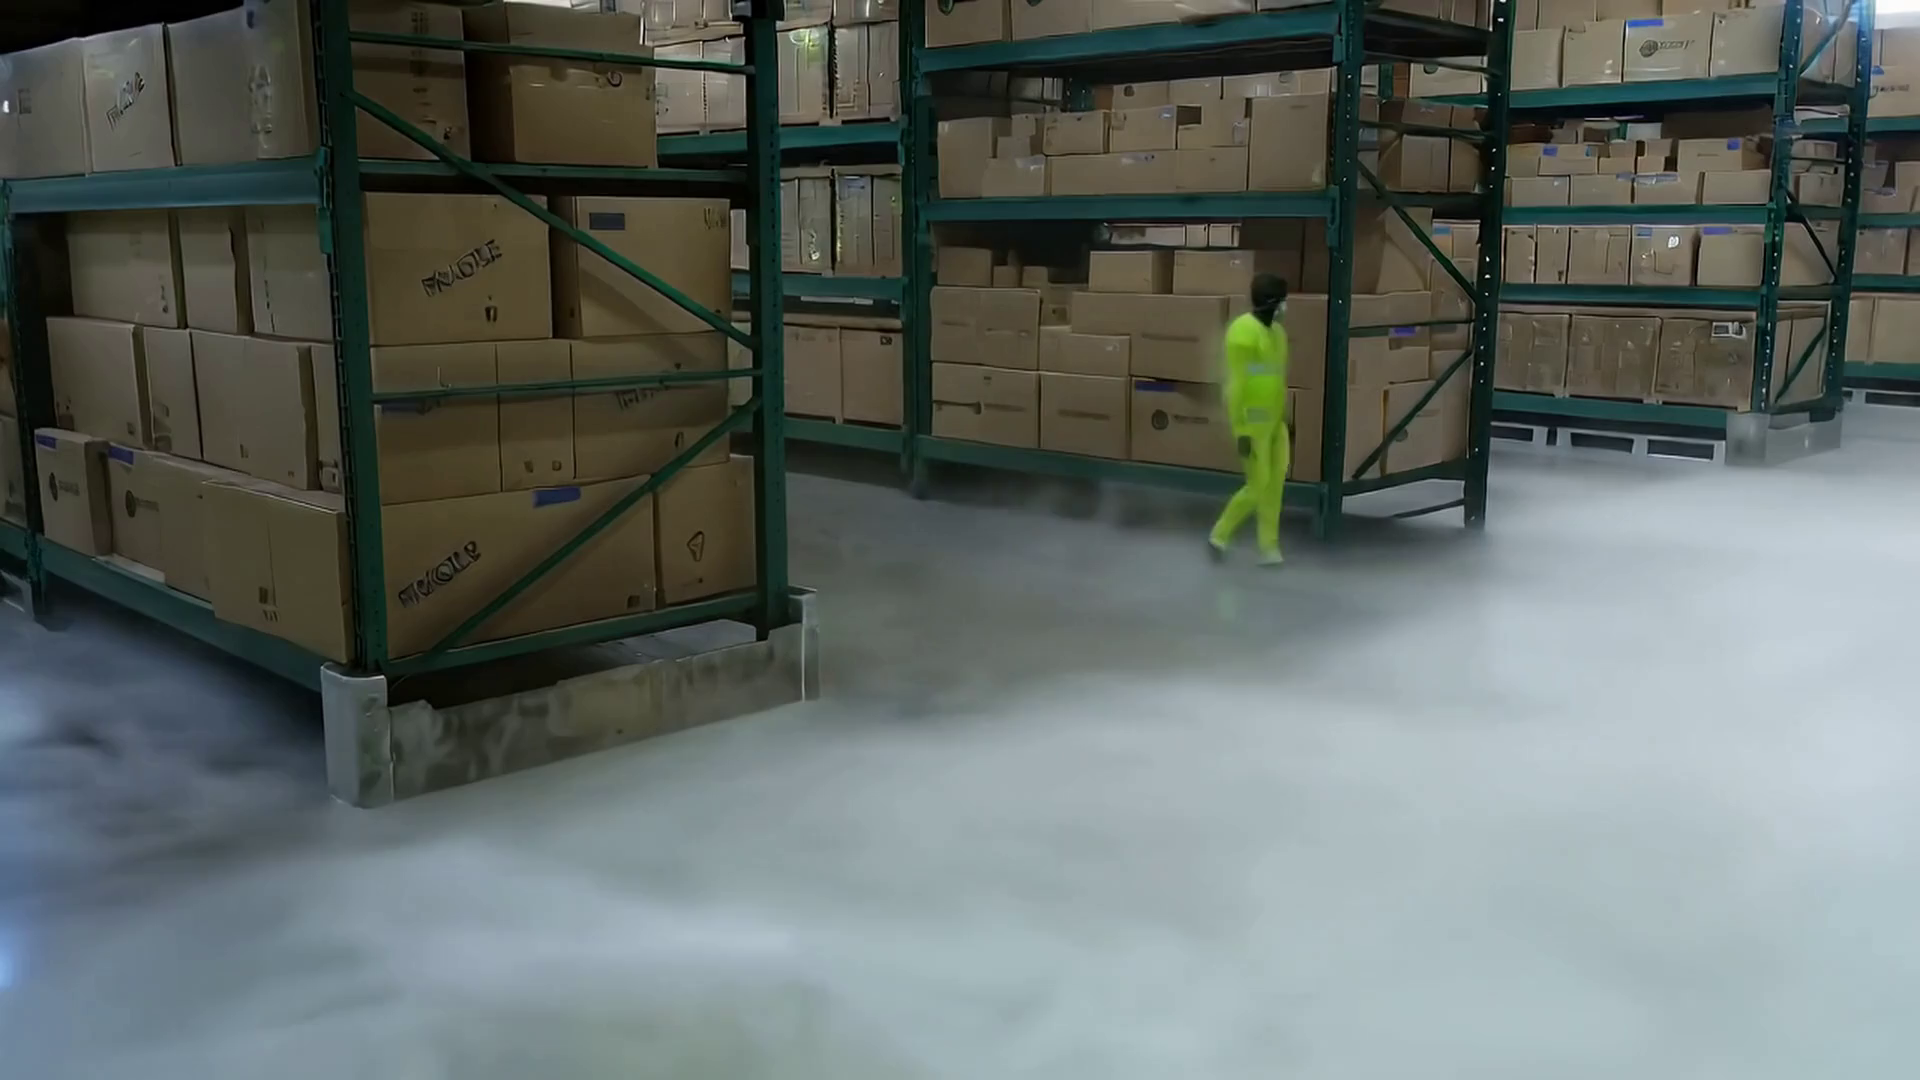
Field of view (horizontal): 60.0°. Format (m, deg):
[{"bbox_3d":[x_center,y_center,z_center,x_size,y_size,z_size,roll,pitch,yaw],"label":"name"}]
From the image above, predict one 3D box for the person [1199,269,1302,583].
[{"bbox_3d":[1.833,-0.690,10.221,0.561,1.921,0.654,8,13,37],"label":"person"}]
